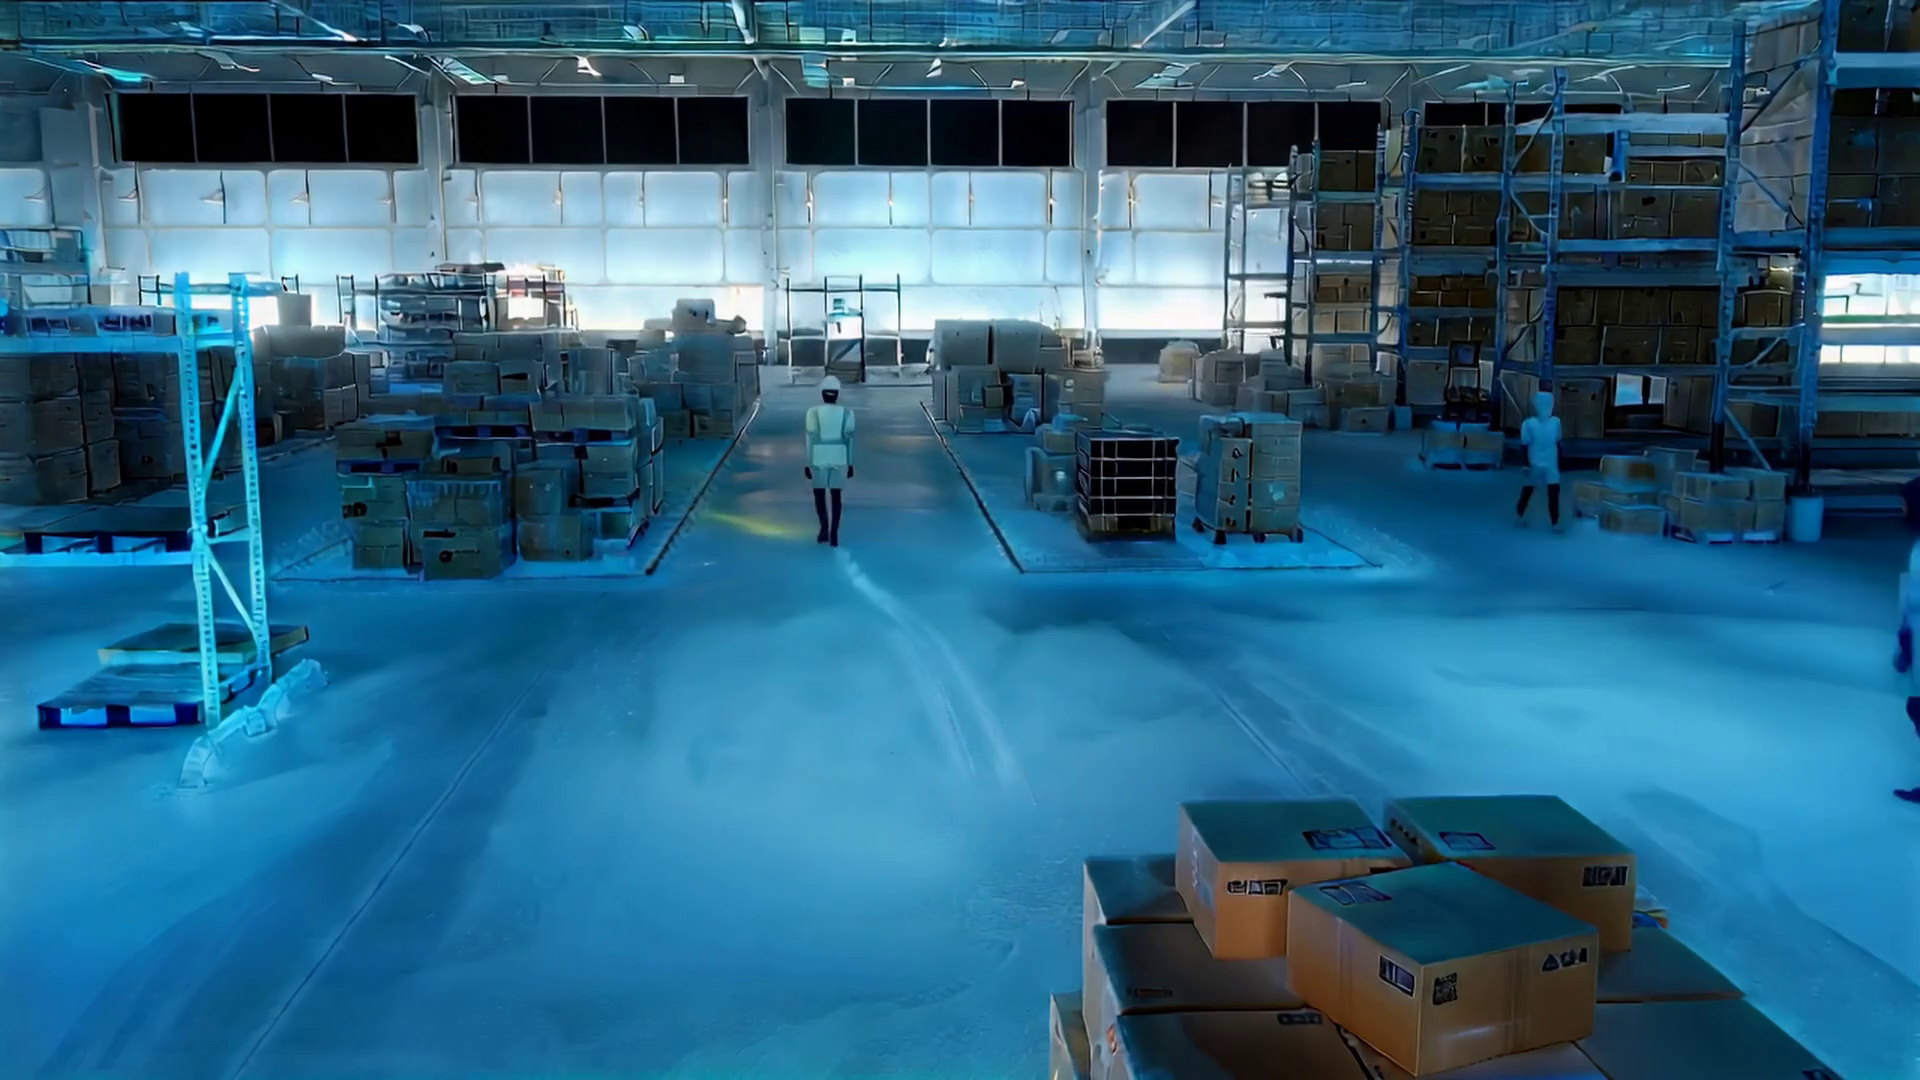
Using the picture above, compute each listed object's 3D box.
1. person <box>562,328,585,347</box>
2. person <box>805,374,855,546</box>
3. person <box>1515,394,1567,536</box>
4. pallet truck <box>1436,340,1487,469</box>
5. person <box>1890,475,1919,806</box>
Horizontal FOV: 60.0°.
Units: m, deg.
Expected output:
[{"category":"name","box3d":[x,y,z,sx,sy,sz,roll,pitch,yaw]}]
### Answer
[{"category":"person","box3d":[-8.393,-3.644,36.024,0.603,1.881,0.609,4,10,21]},{"category":"person","box3d":[-1.462,-0.895,18.661,0.568,1.915,0.523,-2,9,-10]},{"category":"person","box3d":[6.801,-0.890,19.474,0.540,1.646,0.854,-1,9,-6]},{"category":"pallet truck","box3d":[8.004,-2.170,26.422,0.823,1.965,1.885,2,9,14]},{"category":"person","box3d":[5.510,0.600,9.262,0.459,1.921,0.764,1,9,5]}]
